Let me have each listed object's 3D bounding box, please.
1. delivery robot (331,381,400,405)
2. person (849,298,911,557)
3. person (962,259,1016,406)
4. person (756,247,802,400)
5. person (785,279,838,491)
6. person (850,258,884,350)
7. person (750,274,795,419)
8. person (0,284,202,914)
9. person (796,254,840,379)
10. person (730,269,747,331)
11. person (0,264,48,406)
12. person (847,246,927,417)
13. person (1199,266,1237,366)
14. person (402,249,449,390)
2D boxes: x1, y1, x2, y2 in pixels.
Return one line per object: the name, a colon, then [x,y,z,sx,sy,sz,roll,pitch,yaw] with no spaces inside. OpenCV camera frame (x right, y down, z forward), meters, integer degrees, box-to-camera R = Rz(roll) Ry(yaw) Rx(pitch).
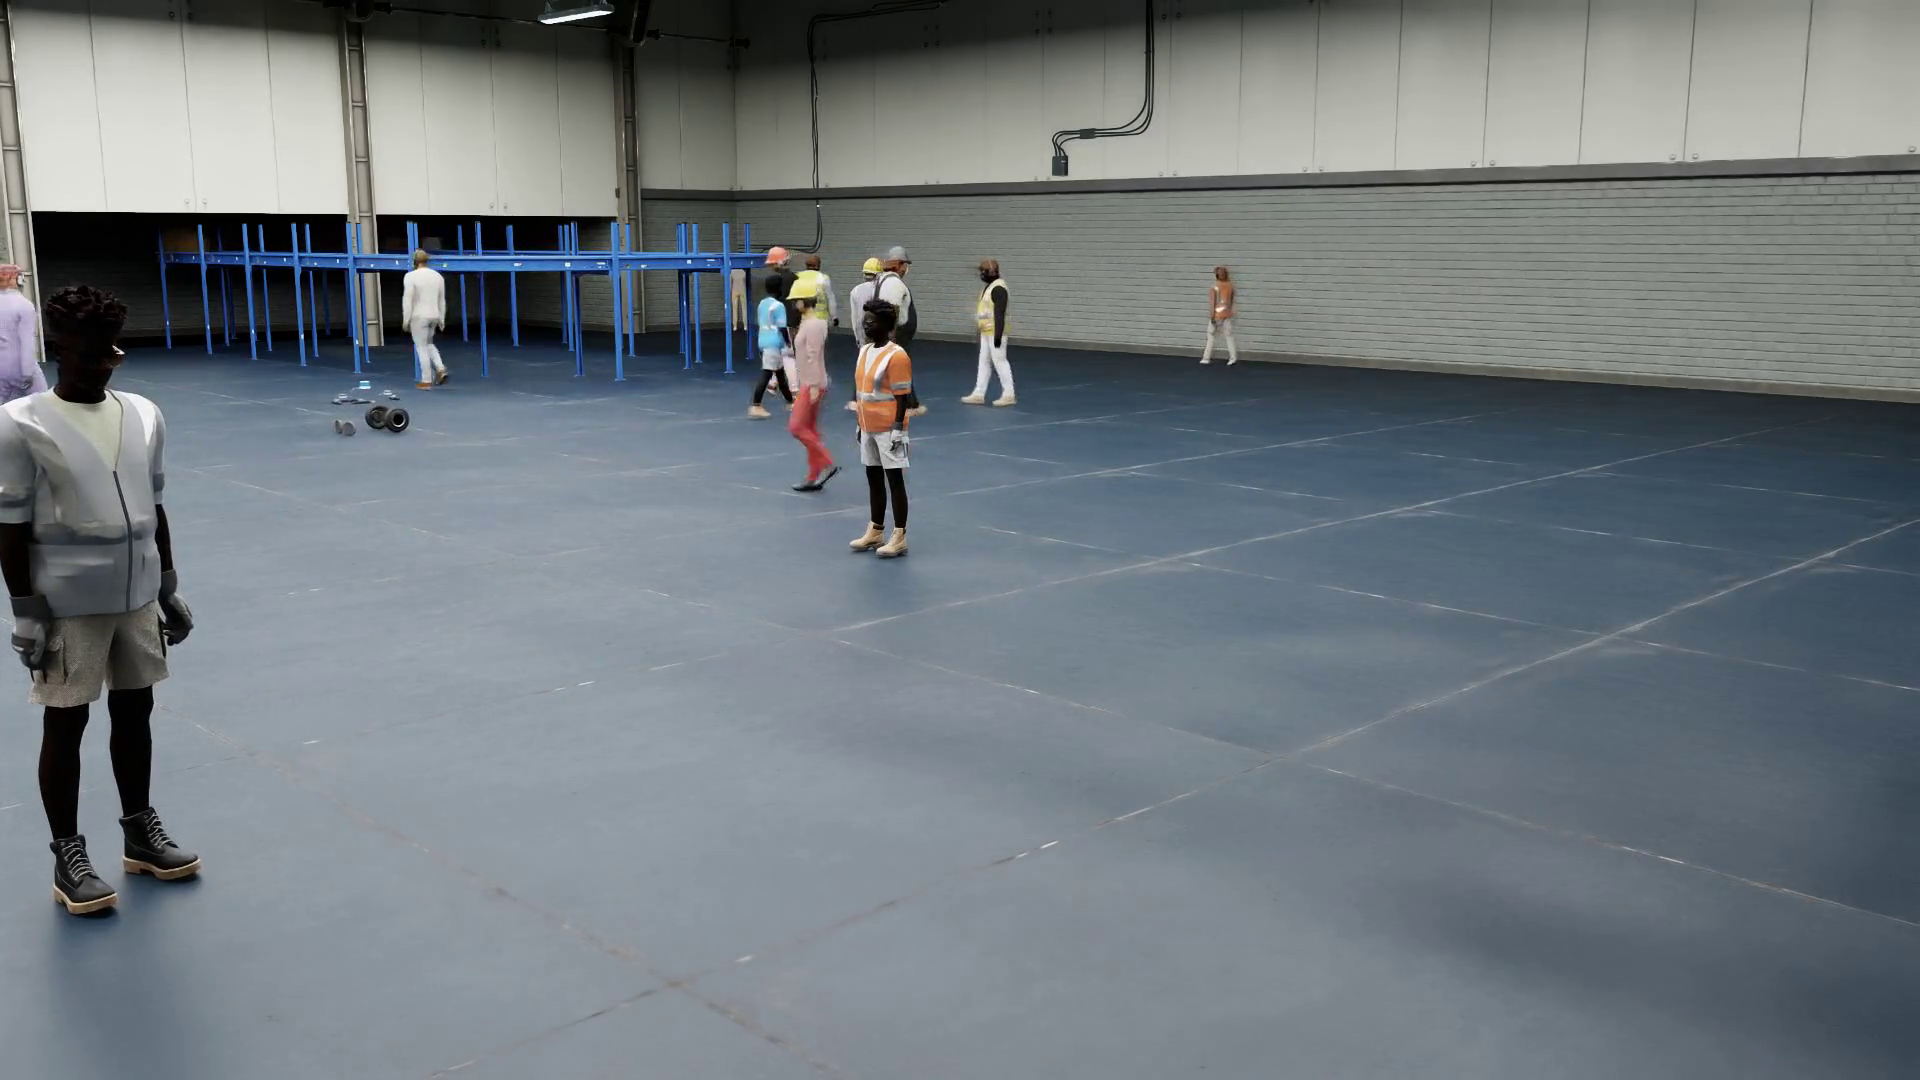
delivery robot: [-6.425,-1.601,17.966,0.335,0.223,0.698,9,14,42]
person: [-0.523,-0.748,11.046,0.318,1.697,0.535,-8,13,-37]
person: [0.376,-2.601,20.840,0.553,1.832,0.655,-2,11,-10]
person: [-2.410,-2.820,21.656,0.931,1.948,0.630,5,12,27]
person: [-1.277,-1.271,13.742,0.368,1.750,0.542,-2,11,-10]
person: [-1.037,-2.500,20.219,0.590,1.836,0.404,6,12,31]
person: [-2.109,-2.256,19.362,0.831,1.650,0.540,-5,12,-25]
person: [-2.742,0.174,5.299,0.376,1.959,0.603,5,12,26]
person: [-2.136,-3.270,24.427,0.651,1.834,0.451,6,12,28]
person: [-4.901,-5.464,36.933,0.508,1.632,0.264,-1,10,-4]
person: [-8.644,-1.587,15.211,0.631,1.850,0.960,3,11,13]
person: [-0.867,-2.440,19.450,0.937,2.000,0.688,-5,11,-25]
person: [4.257,-3.650,27.122,0.517,1.624,0.656,-5,12,-26]
person: [-7.397,-3.035,22.915,0.426,1.925,0.636,5,12,27]
